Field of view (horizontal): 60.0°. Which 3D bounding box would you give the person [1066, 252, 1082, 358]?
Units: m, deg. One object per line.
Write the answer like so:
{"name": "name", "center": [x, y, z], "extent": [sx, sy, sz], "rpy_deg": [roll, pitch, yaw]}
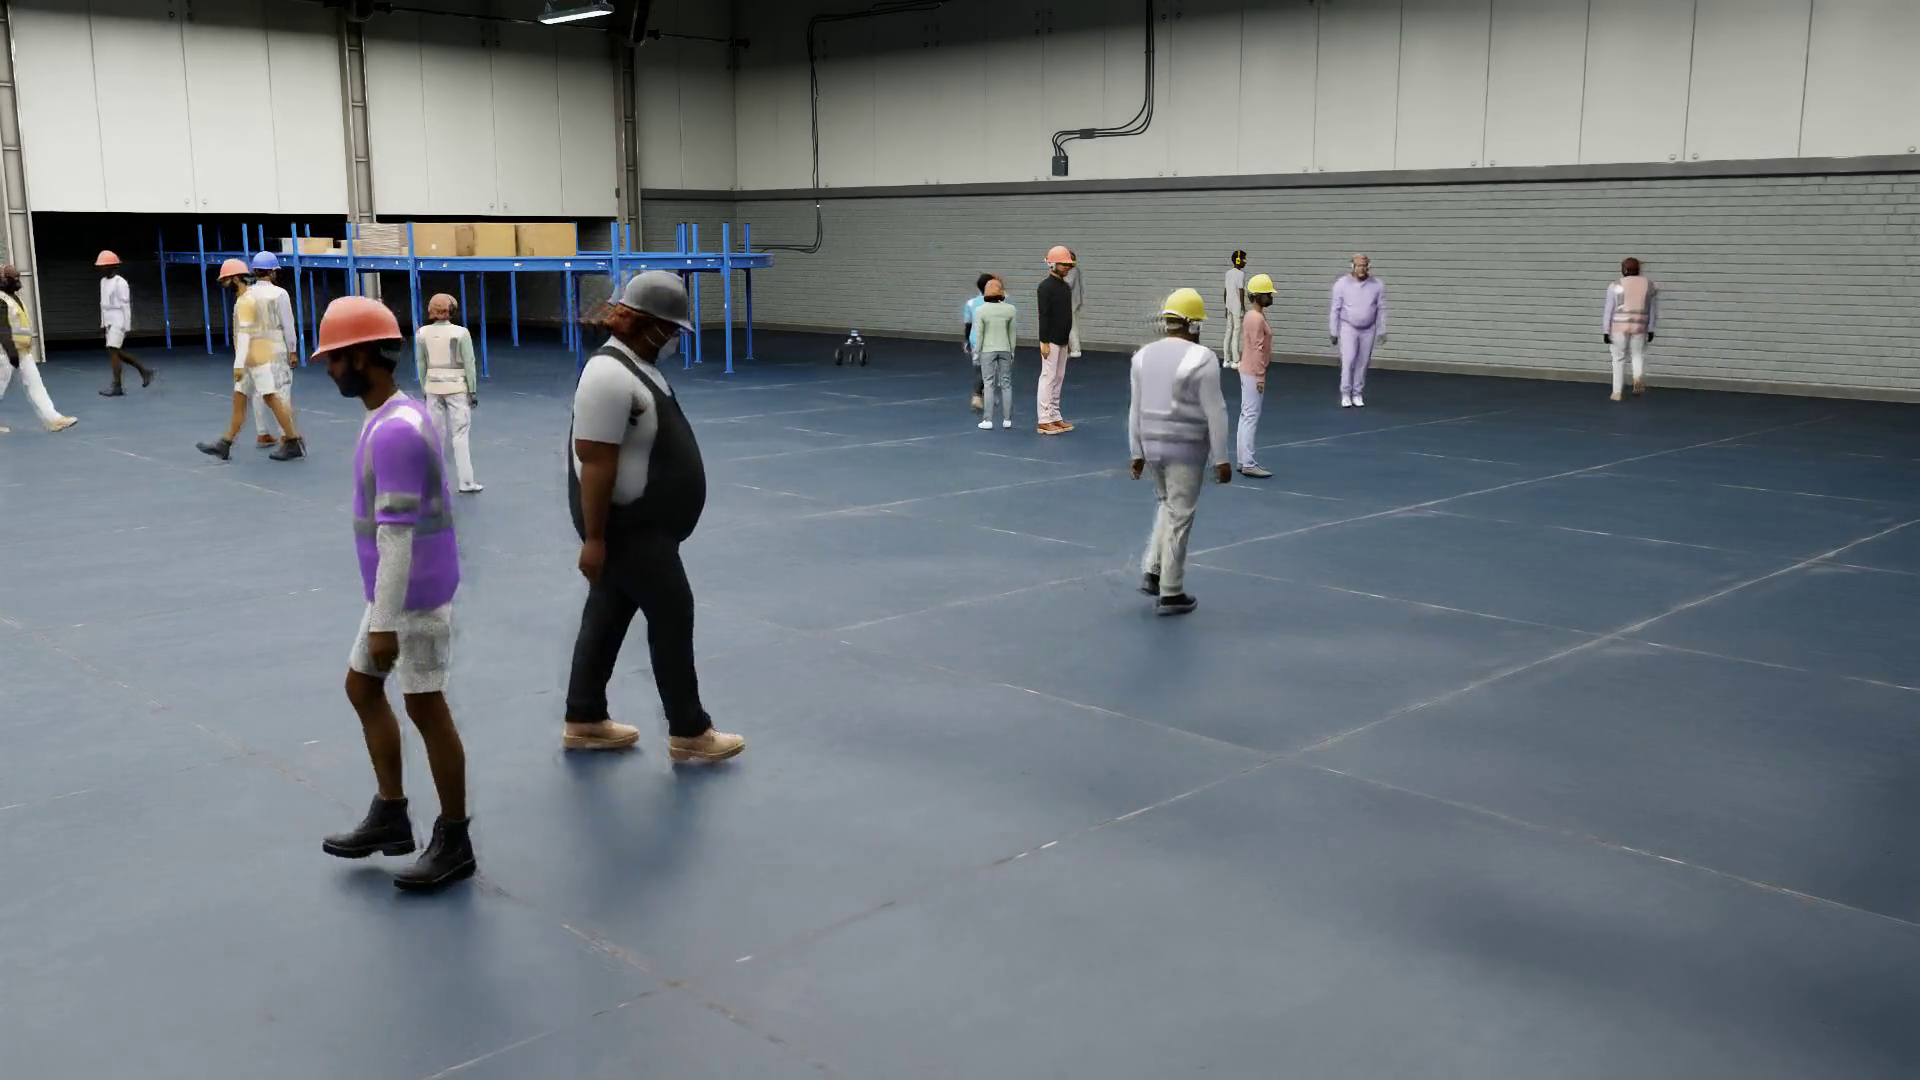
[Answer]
{"name": "person", "center": [1.954, -4.065, 28.801], "extent": [0.341, 1.830, 0.645], "rpy_deg": [3, 11, 16]}

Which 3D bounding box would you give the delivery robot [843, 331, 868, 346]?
{"name": "delivery robot", "center": [-1.741, -3.339, 27.440], "extent": [0.335, 0.223, 0.698], "rpy_deg": [2, 11, 12]}

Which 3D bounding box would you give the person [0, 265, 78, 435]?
{"name": "person", "center": [-10.036, -2.014, 17.698], "extent": [0.974, 1.788, 0.653], "rpy_deg": [-2, 11, -8]}

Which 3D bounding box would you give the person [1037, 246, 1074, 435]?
{"name": "person", "center": [1.038, -2.147, 17.861], "extent": [0.392, 1.992, 0.623], "rpy_deg": [5, 12, 27]}

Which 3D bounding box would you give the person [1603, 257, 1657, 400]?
{"name": "person", "center": [8.552, -2.694, 21.279], "extent": [0.648, 1.829, 0.536], "rpy_deg": [1, 10, 6]}

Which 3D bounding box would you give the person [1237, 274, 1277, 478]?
{"name": "person", "center": [2.619, -1.450, 14.685], "extent": [0.312, 1.769, 0.522], "rpy_deg": [0, 10, 2]}

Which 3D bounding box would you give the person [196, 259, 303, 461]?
{"name": "person", "center": [-6.706, -1.674, 15.578], "extent": [0.981, 1.870, 0.679], "rpy_deg": [-4, 11, -21]}

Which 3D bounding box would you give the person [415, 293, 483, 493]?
{"name": "person", "center": [-4.210, -1.200, 13.676], "extent": [0.512, 1.637, 0.307], "rpy_deg": [2, 11, 11]}

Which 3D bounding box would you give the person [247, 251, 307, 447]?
{"name": "person", "center": [-6.900, -1.902, 16.651], "extent": [0.604, 1.949, 0.384], "rpy_deg": [3, 11, 16]}

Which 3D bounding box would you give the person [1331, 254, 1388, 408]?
{"name": "person", "center": [4.910, -2.549, 20.377], "extent": [0.658, 1.875, 0.798], "rpy_deg": [0, 10, -1]}

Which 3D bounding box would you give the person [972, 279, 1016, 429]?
{"name": "person", "center": [0.381, -2.041, 18.267], "extent": [0.498, 1.633, 0.284], "rpy_deg": [-3, 11, -18]}

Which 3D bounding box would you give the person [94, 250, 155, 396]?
{"name": "person", "center": [-11.192, -2.903, 22.202], "extent": [0.559, 1.915, 0.714], "rpy_deg": [9, 14, 41]}

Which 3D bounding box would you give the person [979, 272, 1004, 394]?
{"name": "person", "center": [0.441, -2.803, 22.423], "extent": [0.530, 1.624, 0.527], "rpy_deg": [-7, 12, -33]}

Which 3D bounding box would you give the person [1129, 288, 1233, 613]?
{"name": "person", "center": [1.241, -0.499, 9.378], "extent": [0.438, 1.817, 0.611], "rpy_deg": [-8, 13, -37]}

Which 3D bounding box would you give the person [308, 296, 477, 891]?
{"name": "person", "center": [-1.889, 0.178, 5.404], "extent": [0.566, 1.910, 0.658], "rpy_deg": [-4, 11, -23]}

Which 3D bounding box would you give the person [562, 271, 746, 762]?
{"name": "person", "center": [-1.237, -0.097, 6.674], "extent": [0.917, 2.000, 0.726], "rpy_deg": [-1, 10, -4]}

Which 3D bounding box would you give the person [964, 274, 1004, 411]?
{"name": "person", "center": [0.300, -2.406, 20.225], "extent": [0.539, 1.660, 0.885], "rpy_deg": [6, 12, 30]}

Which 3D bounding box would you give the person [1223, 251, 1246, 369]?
{"name": "person", "center": [4.411, -3.683, 26.604], "extent": [0.335, 1.862, 0.521], "rpy_deg": [-4, 11, -23]}
